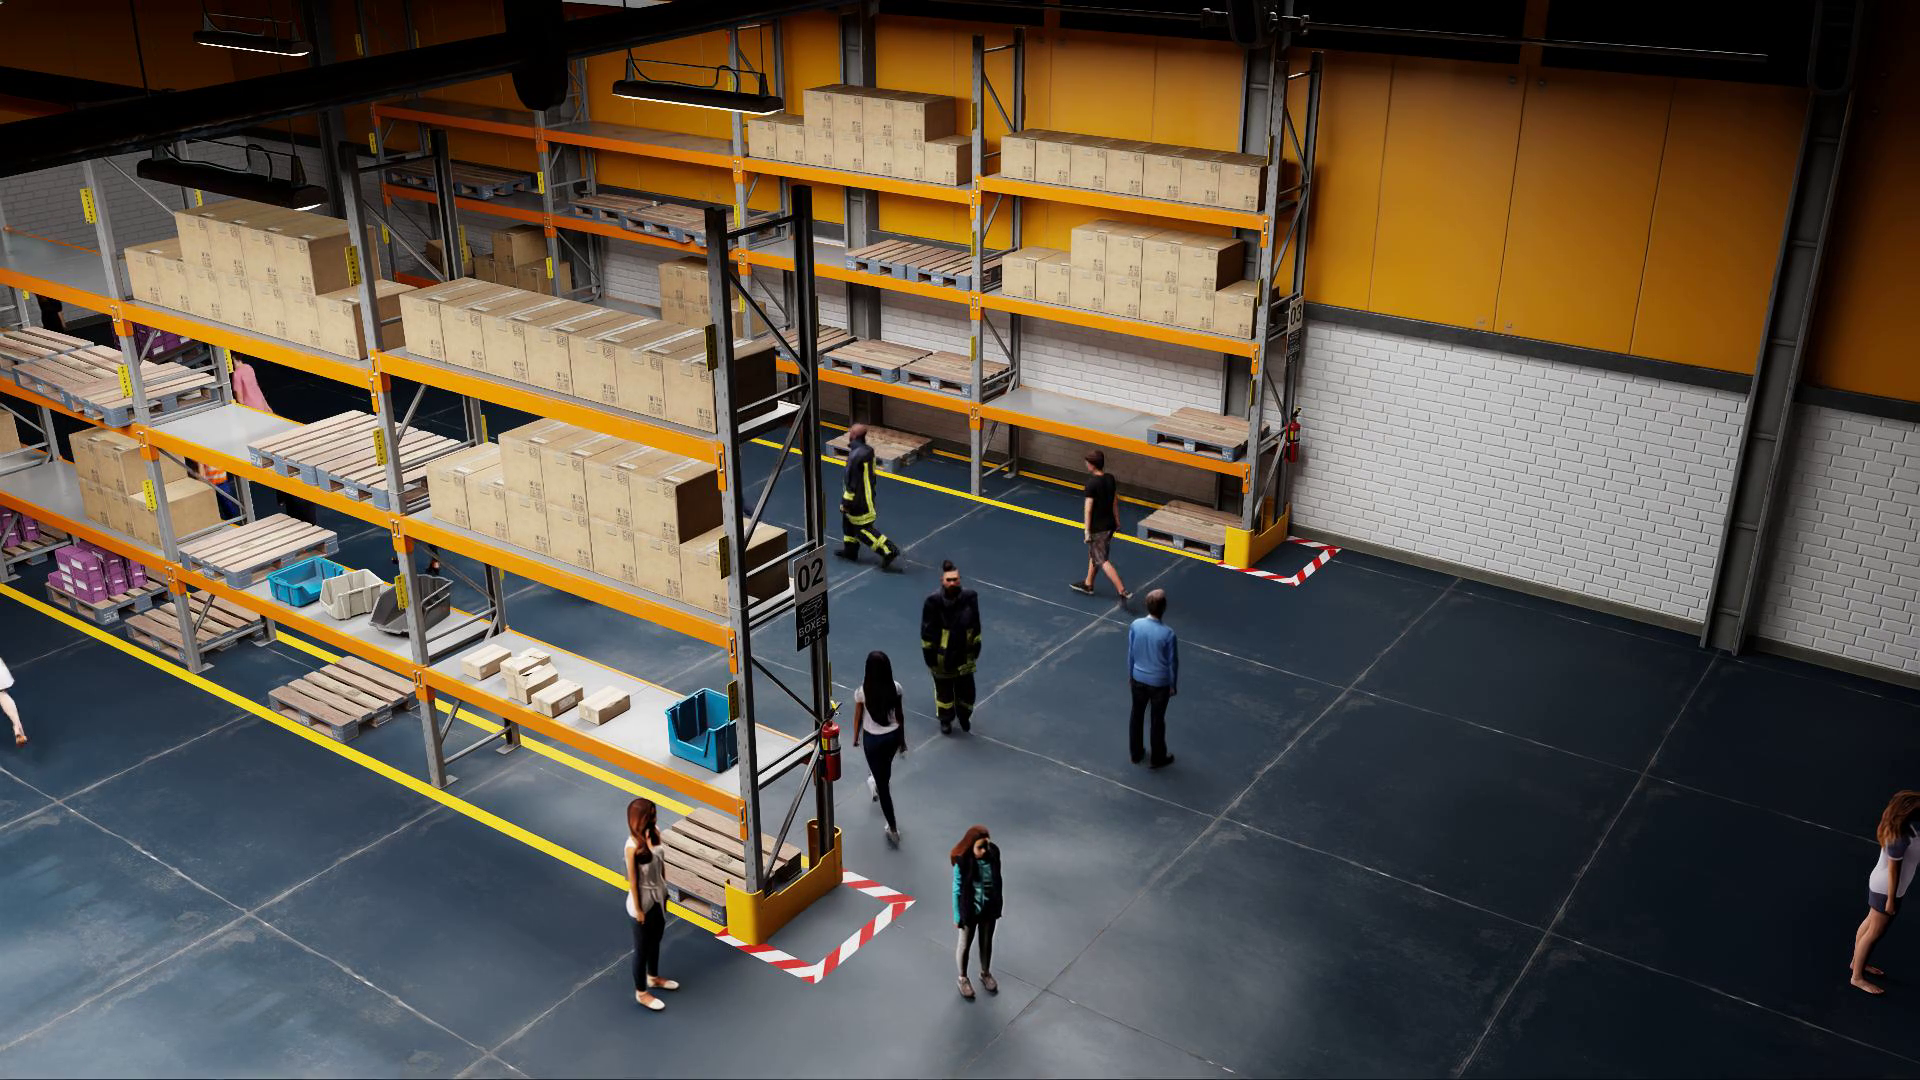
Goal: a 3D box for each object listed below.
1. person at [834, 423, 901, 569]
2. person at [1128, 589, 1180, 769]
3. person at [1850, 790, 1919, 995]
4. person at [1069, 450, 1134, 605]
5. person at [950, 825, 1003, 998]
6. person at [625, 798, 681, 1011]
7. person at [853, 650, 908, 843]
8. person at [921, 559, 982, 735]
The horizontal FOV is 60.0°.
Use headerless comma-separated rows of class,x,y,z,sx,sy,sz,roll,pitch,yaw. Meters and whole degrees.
person,-1.134,-0.514,20.034,1.260,1.797,0.978,7,25,15
person,1.823,1.306,15.846,0.482,1.817,0.712,15,28,31
person,7.141,2.674,12.822,0.569,1.733,0.612,12,26,26
person,1.696,-0.113,19.085,1.165,1.824,0.773,19,30,37
person,0.125,2.820,12.780,0.675,1.498,0.716,-10,25,-21
person,-2.390,2.735,12.619,0.596,1.783,0.628,9,25,19
person,-0.672,1.857,14.700,1.004,1.725,1.206,-9,25,-20
person,-0.089,1.025,16.442,0.908,1.853,0.962,-5,24,-11
